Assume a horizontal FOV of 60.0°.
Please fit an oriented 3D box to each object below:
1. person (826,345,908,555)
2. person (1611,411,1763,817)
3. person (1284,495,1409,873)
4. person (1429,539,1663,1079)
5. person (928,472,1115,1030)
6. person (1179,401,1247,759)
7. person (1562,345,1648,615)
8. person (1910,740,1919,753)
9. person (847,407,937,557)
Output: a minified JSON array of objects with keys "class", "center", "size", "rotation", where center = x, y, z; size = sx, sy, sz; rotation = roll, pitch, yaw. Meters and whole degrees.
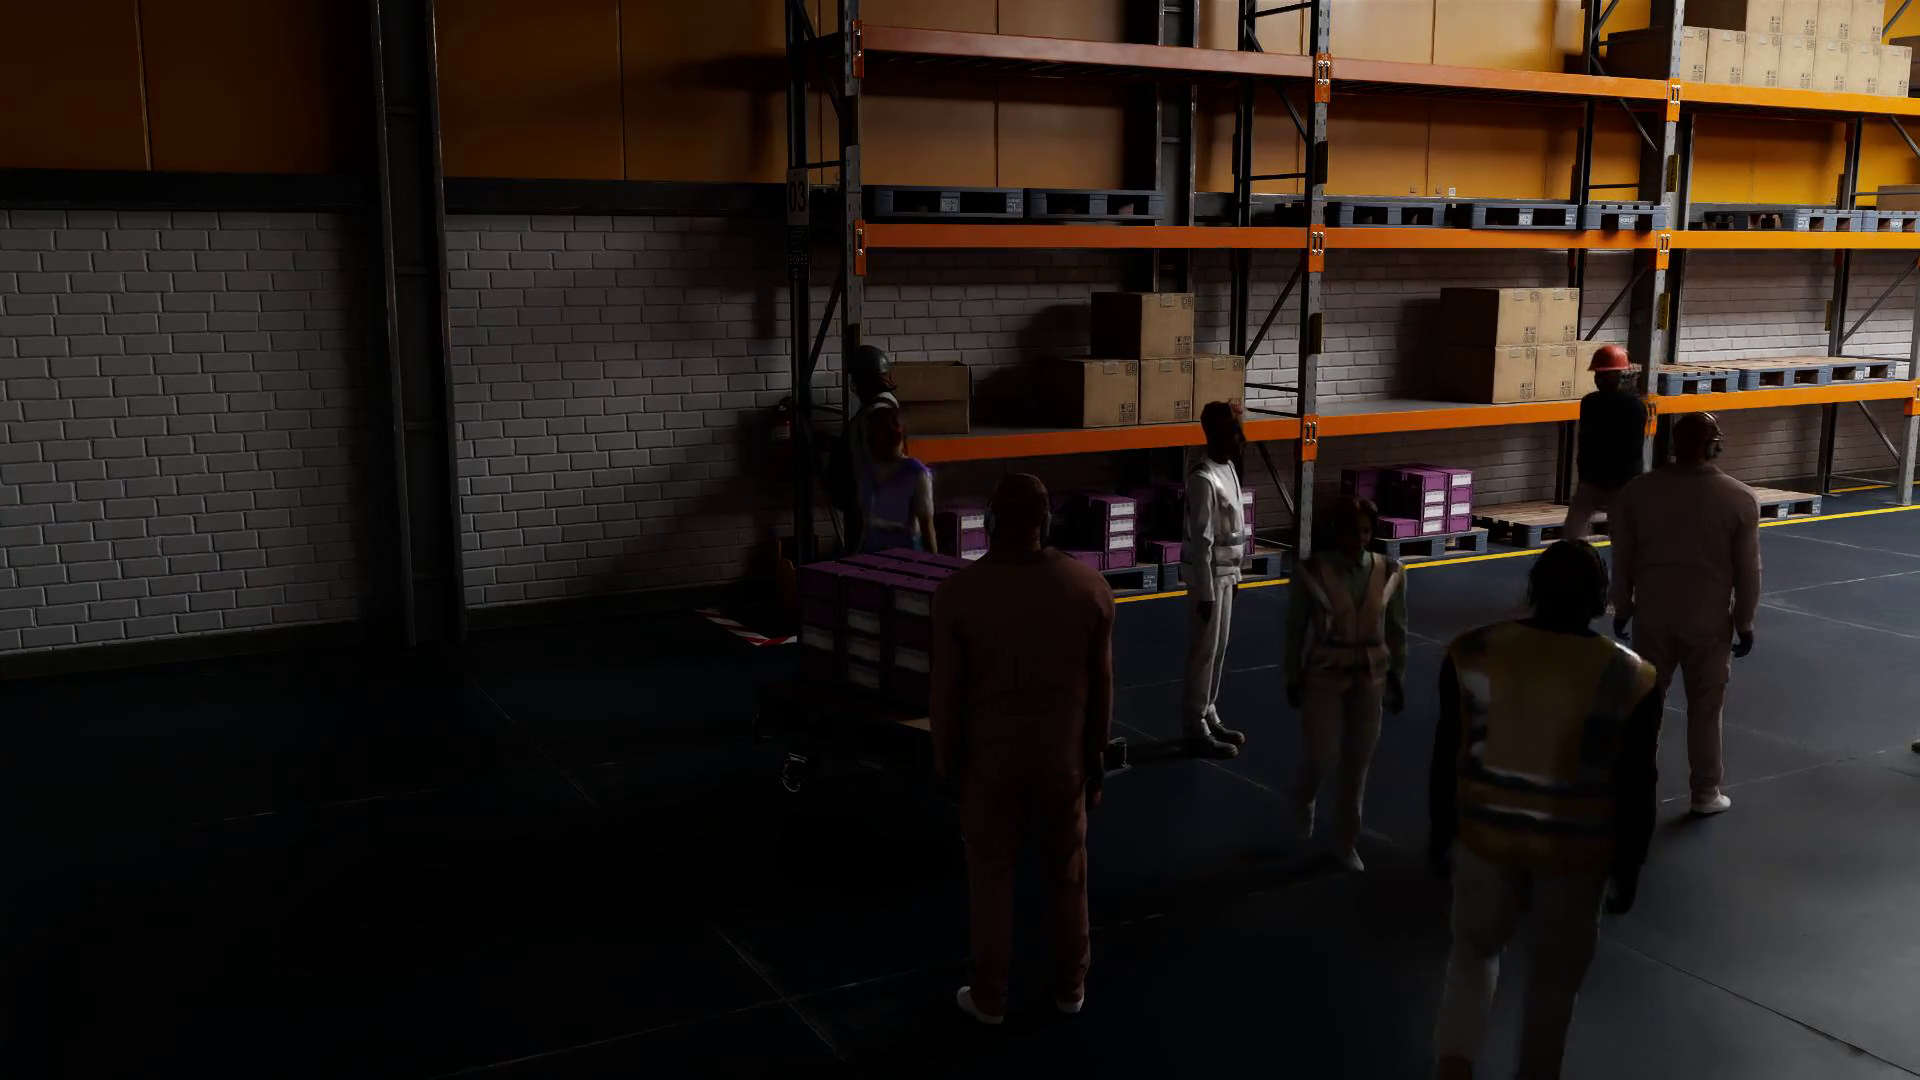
[{"class":"person","center":[-0.618,-0.272,11.008],"size":[0.538,2.000,0.689],"rotation":[1,10,4]},{"class":"person","center":[3.422,0.343,7.859],"size":[0.648,1.904,0.401],"rotation":[7,12,35]},{"class":"person","center":[1.648,0.612,7.132],"size":[0.514,1.626,0.394],"rotation":[-1,10,-6]},{"class":"person","center":[1.670,0.910,4.846],"size":[0.649,1.824,0.602],"rotation":[5,11,29]},{"class":"person","center":[0.198,0.718,5.694],"size":[0.642,1.909,0.399],"rotation":[-2,10,-12]},{"class":"person","center":[1.333,0.209,8.735],"size":[0.353,1.879,0.578],"rotation":[4,11,22]},{"class":"person","center":[4.577,-0.411,11.997],"size":[0.777,1.967,0.655],"rotation":[-5,11,-25]},{"class":"person","center":[5.532,0.257,8.661],"size":[0.893,1.810,0.623],"rotation":[-2,10,-11]},{"class":"person","center":[-0.426,0.156,9.259],"size":[0.983,1.789,0.596],"rotation":[-8,12,-37]}]
